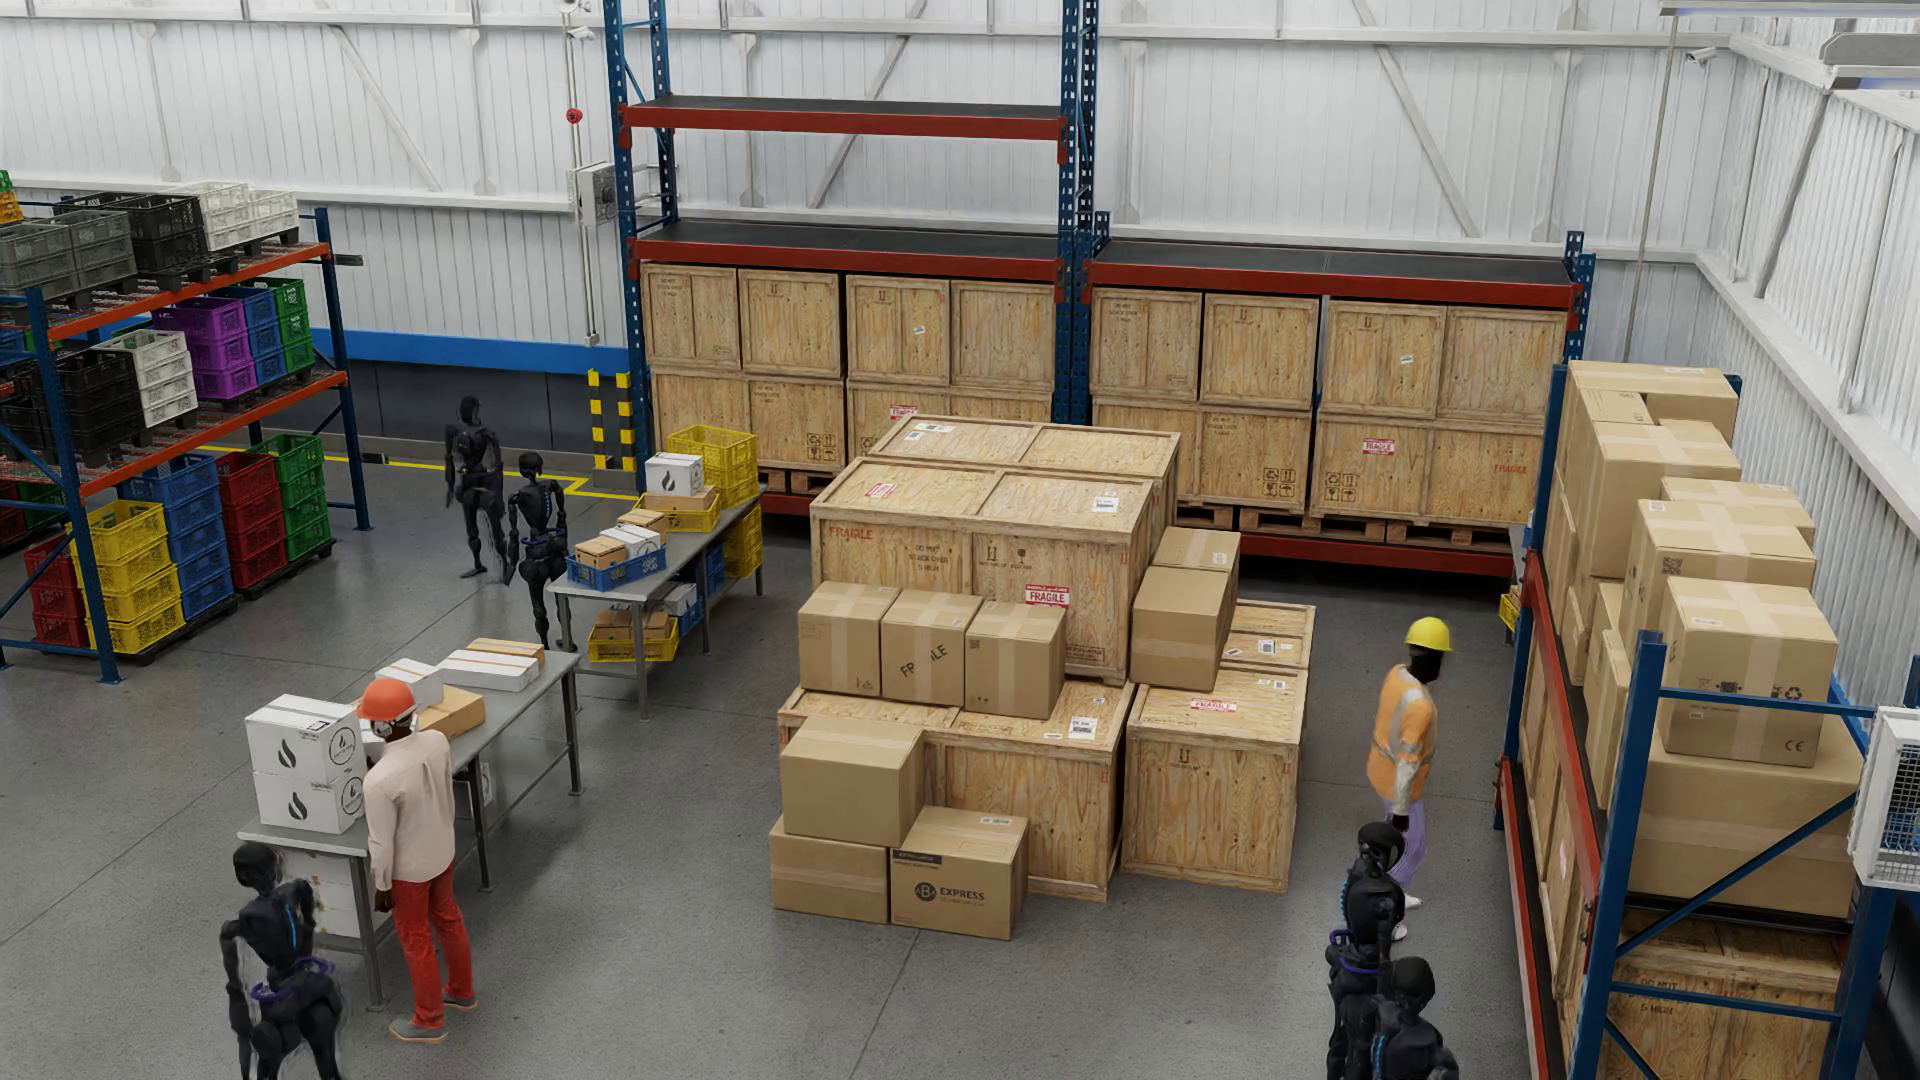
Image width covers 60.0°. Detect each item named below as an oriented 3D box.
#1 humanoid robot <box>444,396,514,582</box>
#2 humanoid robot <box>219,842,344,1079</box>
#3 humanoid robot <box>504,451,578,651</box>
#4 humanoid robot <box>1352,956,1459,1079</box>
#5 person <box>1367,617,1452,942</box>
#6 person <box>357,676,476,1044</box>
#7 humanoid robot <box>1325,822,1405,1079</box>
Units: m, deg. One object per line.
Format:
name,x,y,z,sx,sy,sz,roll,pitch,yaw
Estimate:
humanoid robot,-4.137,-0.438,14.217,0.610,1.643,0.379,7,22,18
humanoid robot,-3.106,2.117,7.577,0.750,1.625,0.584,13,24,30
humanoid robot,-3.224,0.114,12.755,0.324,1.658,0.601,14,25,32
humanoid robot,1.814,2.415,6.758,0.462,1.639,0.625,-7,22,-19
person,2.501,1.336,9.281,0.449,1.888,0.614,-1,21,-2
person,-2.772,1.609,8.439,0.402,1.987,0.617,6,22,16
humanoid robot,1.875,2.043,7.712,0.328,1.652,0.601,-1,21,-2
